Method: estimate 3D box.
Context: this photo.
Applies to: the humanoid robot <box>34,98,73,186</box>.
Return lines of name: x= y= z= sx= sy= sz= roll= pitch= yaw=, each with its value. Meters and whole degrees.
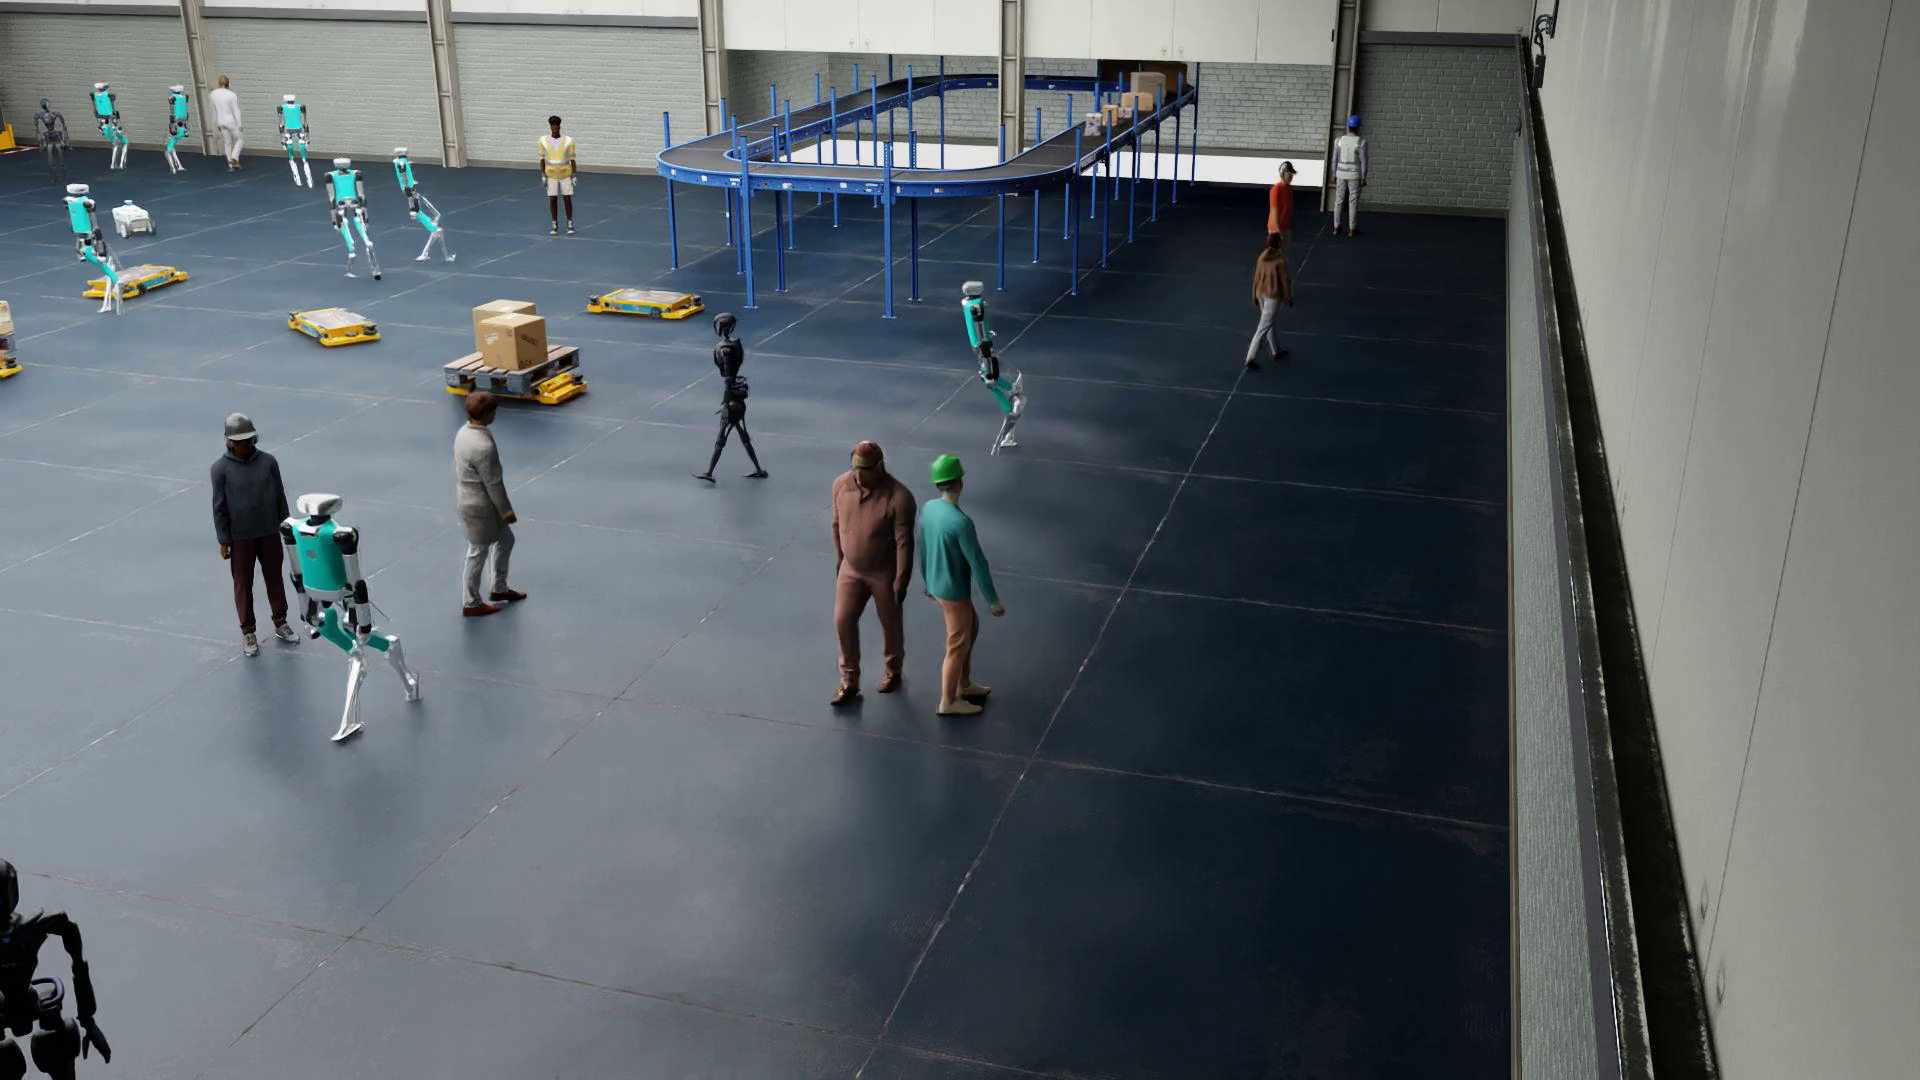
humanoid robot: x=-17.562 y=-7.728 z=32.271 sx=0.599 sy=1.651 sz=0.313 roll=-6 pitch=22 yaw=-15

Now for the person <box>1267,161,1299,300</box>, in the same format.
person: x=4.464 y=-4.269 z=22.981 sx=0.421 sy=1.905 sz=0.477 roll=17 pitch=27 yaw=38

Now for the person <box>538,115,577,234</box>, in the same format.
person: x=-6.636 y=-6.038 z=27.516 sx=0.601 sy=1.949 sz=0.411 roll=-3 pitch=21 yaw=-8

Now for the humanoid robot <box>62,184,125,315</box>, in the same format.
humanoid robot: x=-11.442 y=-3.845 z=22.187 sx=0.540 sy=1.854 sz=0.666 roll=10 pitch=23 yaw=25

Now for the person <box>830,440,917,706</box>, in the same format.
person: x=-0.633 y=0.232 z=11.332 sx=0.679 sy=1.874 sz=0.794 roll=9 pitch=23 yaw=23

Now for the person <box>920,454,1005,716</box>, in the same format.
person: x=0.063 y=0.324 z=11.145 sx=0.575 sy=1.849 sz=0.589 roll=-9 pitch=23 yaw=-21

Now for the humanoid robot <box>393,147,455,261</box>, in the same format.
humanoid robot: x=-8.115 y=-5.076 z=25.411 sx=0.878 sy=1.850 sz=0.542 roll=-5 pitch=22 yaw=-14

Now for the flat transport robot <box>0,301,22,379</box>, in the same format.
flat transport robot: x=-11.779 y=-1.985 z=19.325 sx=1.431 sy=0.231 sz=0.659 roll=2 pitch=21 yaw=5

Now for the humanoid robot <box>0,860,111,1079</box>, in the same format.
humanoid robot: x=-3.880 y=2.075 z=6.886 sx=0.609 sy=1.625 sz=0.758 roll=-13 pitch=25 yaw=-31

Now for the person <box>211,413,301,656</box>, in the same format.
person: x=-5.171 y=-0.066 z=12.201 sx=0.541 sy=1.813 sz=0.368 roll=-16 pitch=26 yaw=-35

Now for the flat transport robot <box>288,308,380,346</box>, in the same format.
flat transport robot: x=-8.016 y=-2.734 z=21.269 sx=0.659 sy=0.231 sz=1.431 roll=-17 pitch=27 yaw=-37

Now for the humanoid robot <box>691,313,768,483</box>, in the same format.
humanoid robot: x=-2.218 y=-1.350 z=15.753 sx=0.726 sy=1.629 sz=0.593 roll=-2 pitch=21 yaw=-5

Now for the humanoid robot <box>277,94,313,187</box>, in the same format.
humanoid robot: x=-12.815 y=-7.680 z=32.077 sx=0.535 sy=1.817 sz=0.663 roll=-8 pitch=23 yaw=-20

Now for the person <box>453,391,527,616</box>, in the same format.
person: x=-3.596 y=-0.264 z=12.735 sx=0.662 sy=1.796 sz=0.504 roll=-8 pitch=23 yaw=-21

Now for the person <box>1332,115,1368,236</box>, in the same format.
person: x=6.426 y=-6.005 z=27.420 sx=0.601 sy=1.949 sz=0.388 roll=15 pitch=26 yaw=33

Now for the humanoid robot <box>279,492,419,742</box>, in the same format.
humanoid robot: x=-3.962 y=0.436 z=11.045 sx=0.560 sy=1.798 sz=0.938 roll=6 pitch=22 yaw=16

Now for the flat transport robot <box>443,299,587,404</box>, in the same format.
flat transport robot: x=-5.000 y=-1.765 z=18.755 sx=1.431 sy=0.231 sz=0.659 roll=7 pitch=22 yaw=17

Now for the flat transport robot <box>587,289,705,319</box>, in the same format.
flat transport robot: x=-4.236 y=-3.187 z=22.444 sx=1.431 sy=0.231 sz=0.659 roll=7 pitch=22 yaw=18

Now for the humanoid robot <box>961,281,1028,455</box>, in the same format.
humanoid robot: x=0.420 y=-1.684 z=16.577 sx=0.817 sy=1.807 sz=0.543 roll=-3 pitch=21 yaw=-7

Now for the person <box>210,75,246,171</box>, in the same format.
person: x=-14.863 y=-8.465 z=33.824 sx=0.643 sy=1.924 sz=0.467 roll=6 pitch=22 yaw=15

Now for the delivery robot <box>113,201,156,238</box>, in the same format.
delivery robot: x=-13.731 y=-5.322 z=27.569 sx=0.783 sy=0.584 sz=0.499 roll=20 pitch=29 yaw=41

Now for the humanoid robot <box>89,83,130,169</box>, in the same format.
humanoid robot: x=-17.356 y=-8.481 z=34.161 sx=0.530 sy=1.817 sz=0.667 roll=4 pitch=21 yaw=9

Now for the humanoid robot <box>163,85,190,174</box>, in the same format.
humanoid robot: x=-15.937 y=-8.250 z=33.671 sx=0.778 sy=1.854 sz=0.540 roll=4 pitch=21 yaw=11

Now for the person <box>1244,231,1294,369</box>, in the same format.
person: x=3.680 y=-2.858 z=19.721 sx=0.881 sy=1.604 sz=0.450 roll=-14 pitch=25 yaw=-33

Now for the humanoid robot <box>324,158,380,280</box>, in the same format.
humanoid robot: x=-8.775 y=-4.602 z=24.103 sx=0.541 sy=1.773 sz=0.929 roll=-13 pitch=24 yaw=-30

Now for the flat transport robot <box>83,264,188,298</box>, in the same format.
flat transport robot: x=-11.778 y=-3.696 z=23.764 sx=0.659 sy=0.231 sz=1.431 roll=4 pitch=21 yaw=10
